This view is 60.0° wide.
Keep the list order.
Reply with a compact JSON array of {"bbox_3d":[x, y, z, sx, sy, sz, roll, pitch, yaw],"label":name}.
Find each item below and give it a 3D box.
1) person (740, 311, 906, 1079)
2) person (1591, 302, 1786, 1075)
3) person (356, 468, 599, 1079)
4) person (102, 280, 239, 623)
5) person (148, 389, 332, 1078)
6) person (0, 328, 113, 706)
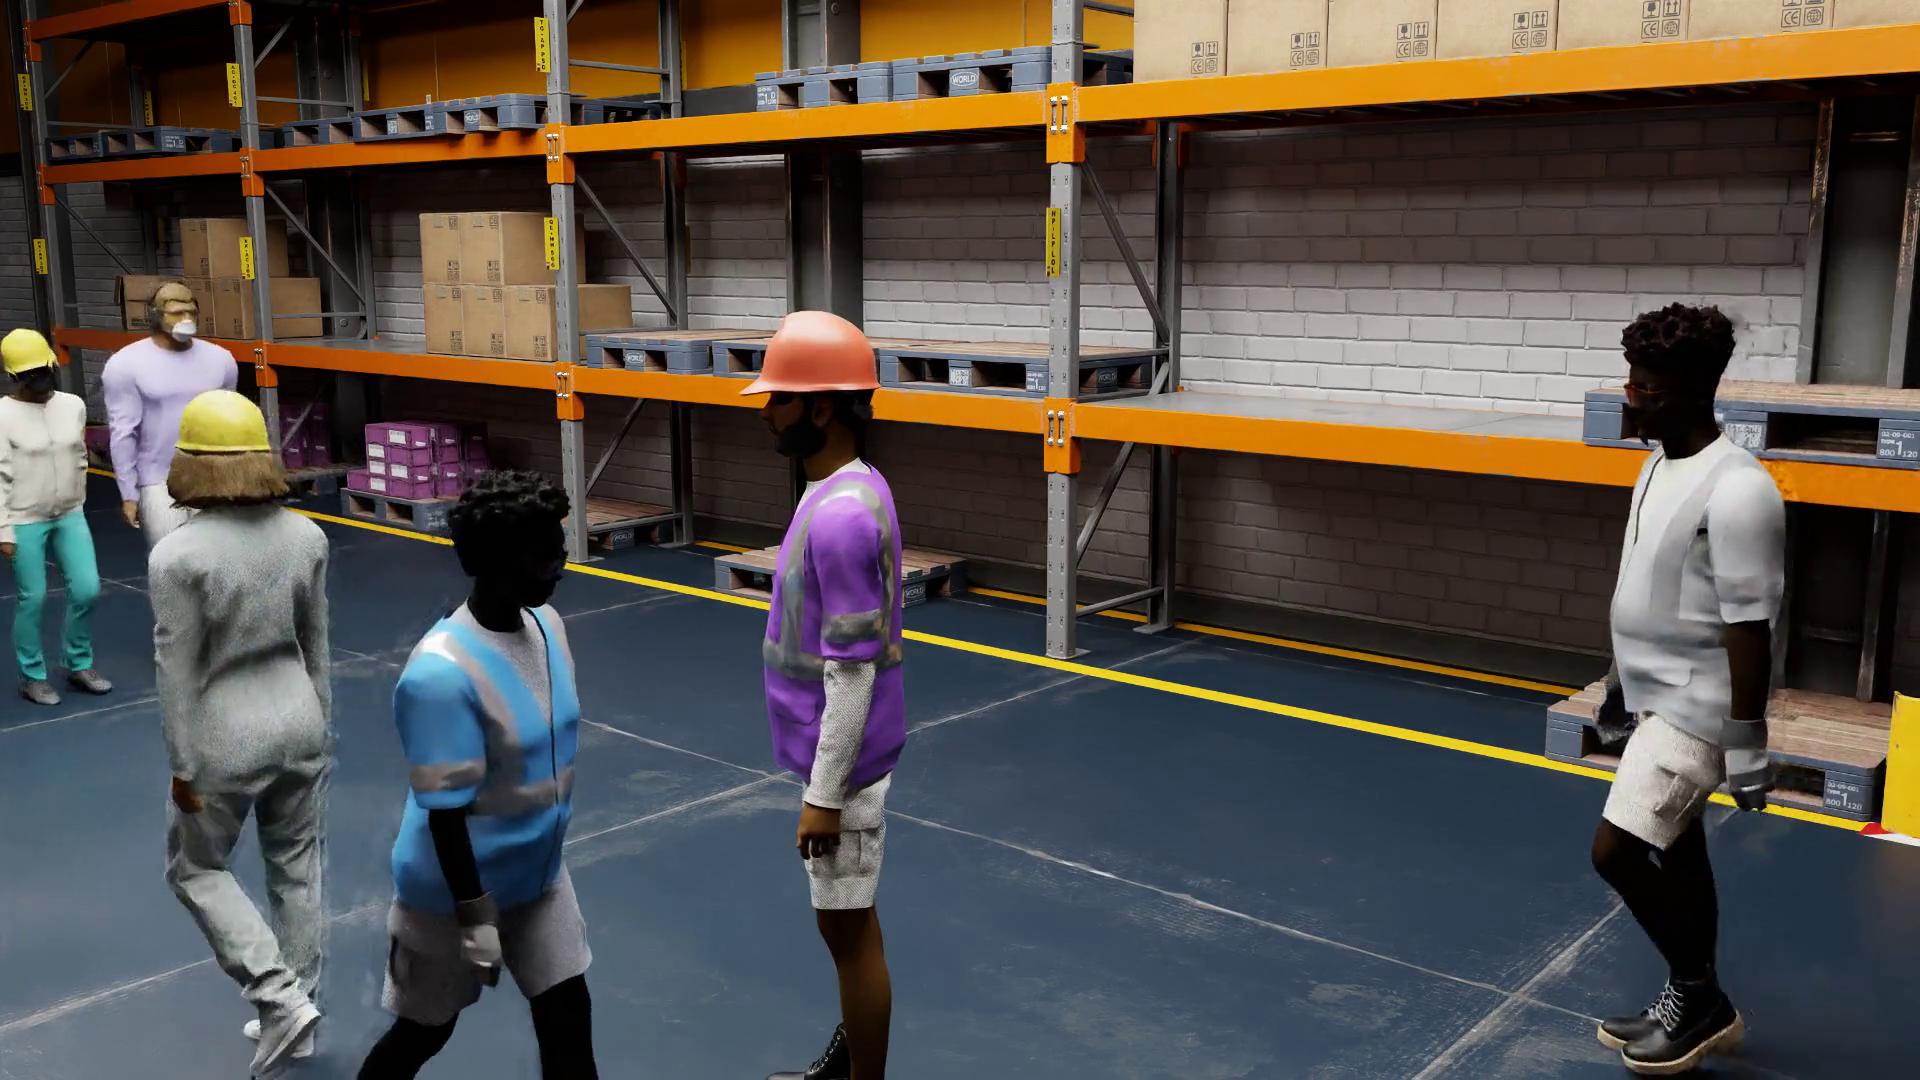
[{"bbox_3d":[-0.301,0.461,3.750,0.355,1.938,0.545,-1,10,-5],"label":"person"},{"bbox_3d":[1.772,0.390,4.114,0.443,1.944,0.644,2,10,9],"label":"person"},{"bbox_3d":[-0.988,0.677,3.389,0.846,1.667,0.543,3,11,19],"label":"person"},{"bbox_3d":[-3.675,-0.254,7.864,0.638,1.922,0.473,-9,14,-43],"label":"person"},{"bbox_3d":[-1.744,0.497,4.136,0.436,1.735,0.485,7,12,34],"label":"person"},{"bbox_3d":[-4.127,-0.087,7.464,0.516,1.725,0.538,5,11,28],"label":"person"}]
